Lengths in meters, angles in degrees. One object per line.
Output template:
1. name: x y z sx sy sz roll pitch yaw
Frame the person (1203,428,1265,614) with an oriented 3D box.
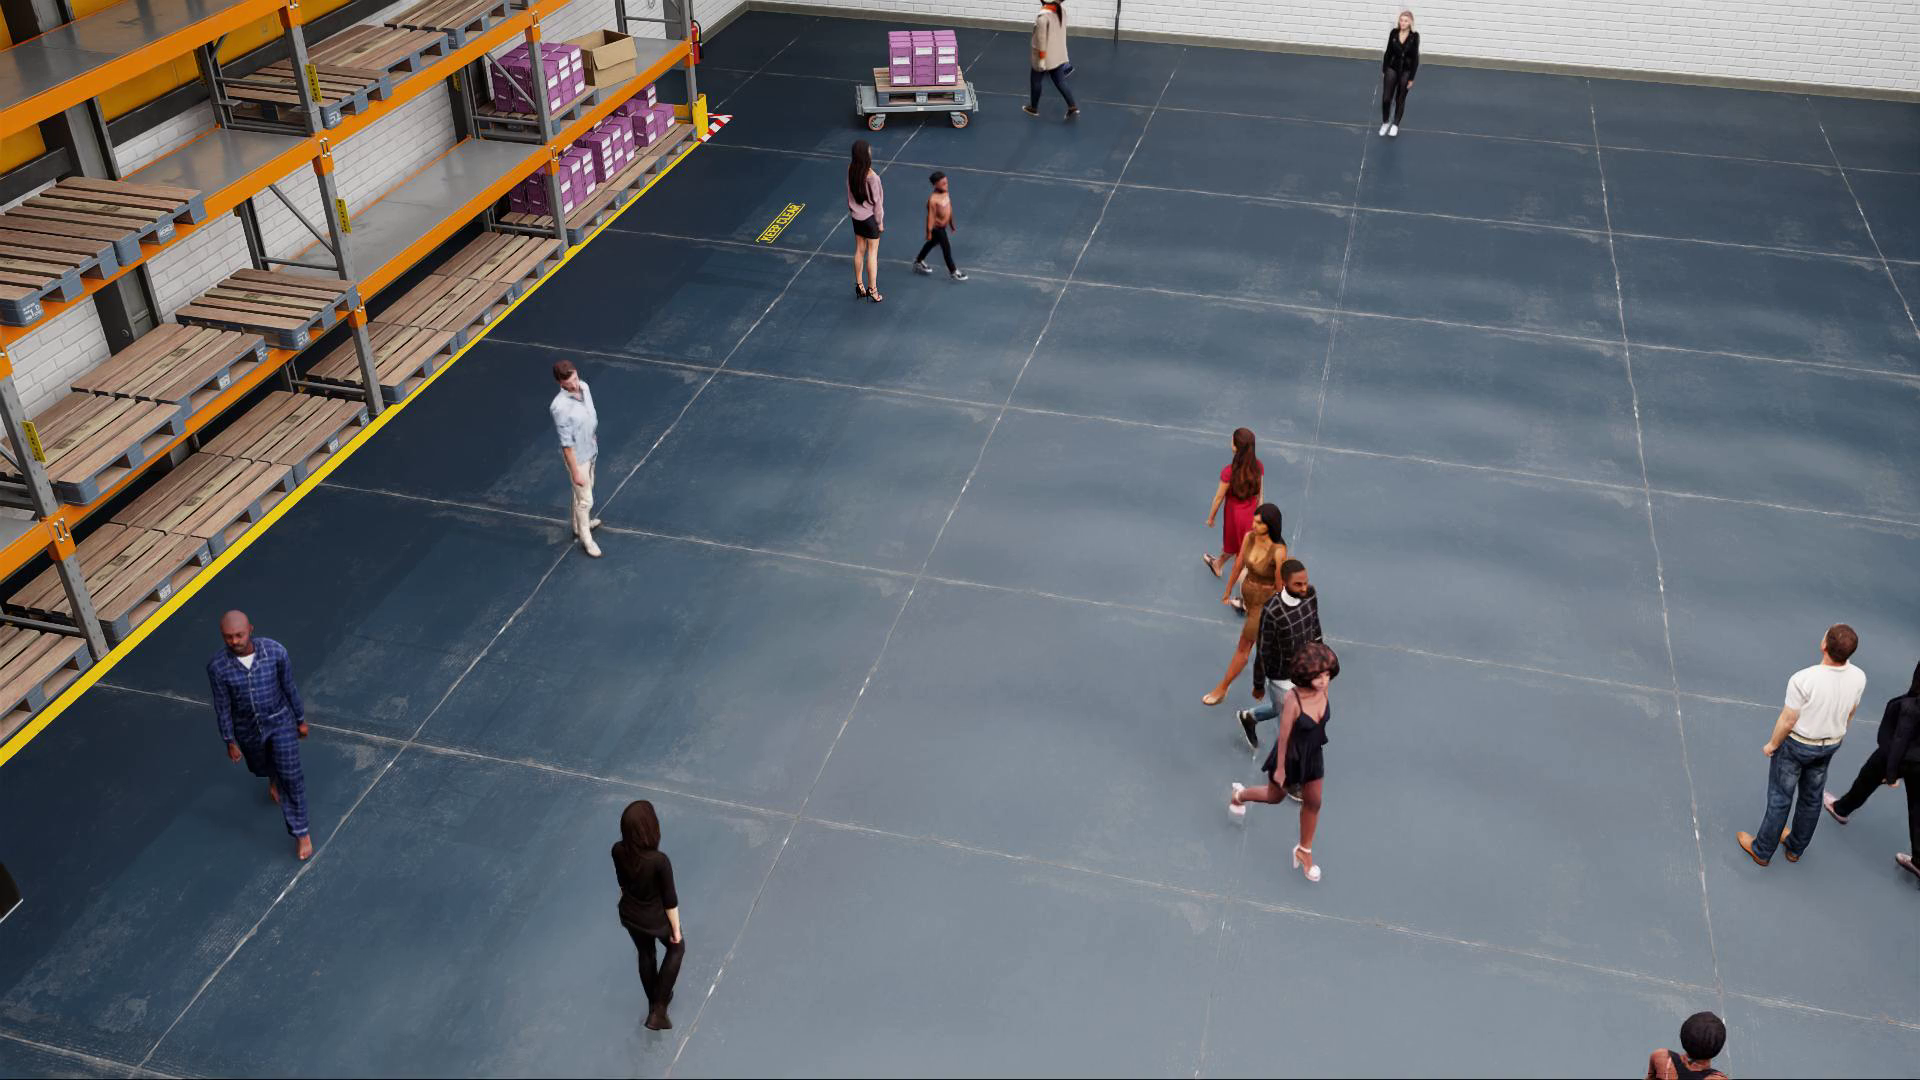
1. person: 2.241 -0.127 13.122 0.983 1.505 1.080 -16 37 -22

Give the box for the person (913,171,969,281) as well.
1. person: -0.293 -3.495 18.444 0.691 1.223 0.890 15 36 21

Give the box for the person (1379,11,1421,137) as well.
1. person: 5.880 -6.228 22.152 0.672 1.671 0.691 12 36 18

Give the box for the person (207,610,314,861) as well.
1. person: -4.579 1.168 10.915 1.111 1.793 1.237 -13 36 -18

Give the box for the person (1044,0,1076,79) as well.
1. person: 1.472 -7.352 24.221 0.658 1.253 0.703 0 34 0

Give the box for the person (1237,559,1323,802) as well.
1. person: 2.190 0.858 11.375 1.092 1.799 1.099 -24 41 -32

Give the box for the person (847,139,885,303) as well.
1. person: -1.012 -3.411 17.788 0.692 1.811 0.687 27 42 35

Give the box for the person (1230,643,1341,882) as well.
1. person: 2.090 1.358 10.663 1.044 1.754 1.056 -20 38 -27

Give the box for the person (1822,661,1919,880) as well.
1. person: 6.165 1.465 10.667 1.009 1.573 1.209 -10 35 -15

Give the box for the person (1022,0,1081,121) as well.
1. person: 1.288 -6.586 22.520 1.207 1.860 1.134 -28 43 -35

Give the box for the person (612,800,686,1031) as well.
1. person: -1.813 2.203 9.501 0.585 1.634 0.678 11 35 16

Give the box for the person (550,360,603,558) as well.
1. person: -3.148 -0.724 13.735 0.837 1.822 0.561 2 34 3

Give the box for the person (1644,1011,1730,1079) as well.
1. person: 3.486 3.020 8.226 0.719 1.685 0.774 25 41 32

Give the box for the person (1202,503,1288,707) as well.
1. person: 2.256 0.438 12.153 1.094 1.638 1.034 -17 37 -24

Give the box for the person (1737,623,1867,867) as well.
1. person: 5.421 1.322 10.626 0.732 1.856 0.699 -2 34 -4
